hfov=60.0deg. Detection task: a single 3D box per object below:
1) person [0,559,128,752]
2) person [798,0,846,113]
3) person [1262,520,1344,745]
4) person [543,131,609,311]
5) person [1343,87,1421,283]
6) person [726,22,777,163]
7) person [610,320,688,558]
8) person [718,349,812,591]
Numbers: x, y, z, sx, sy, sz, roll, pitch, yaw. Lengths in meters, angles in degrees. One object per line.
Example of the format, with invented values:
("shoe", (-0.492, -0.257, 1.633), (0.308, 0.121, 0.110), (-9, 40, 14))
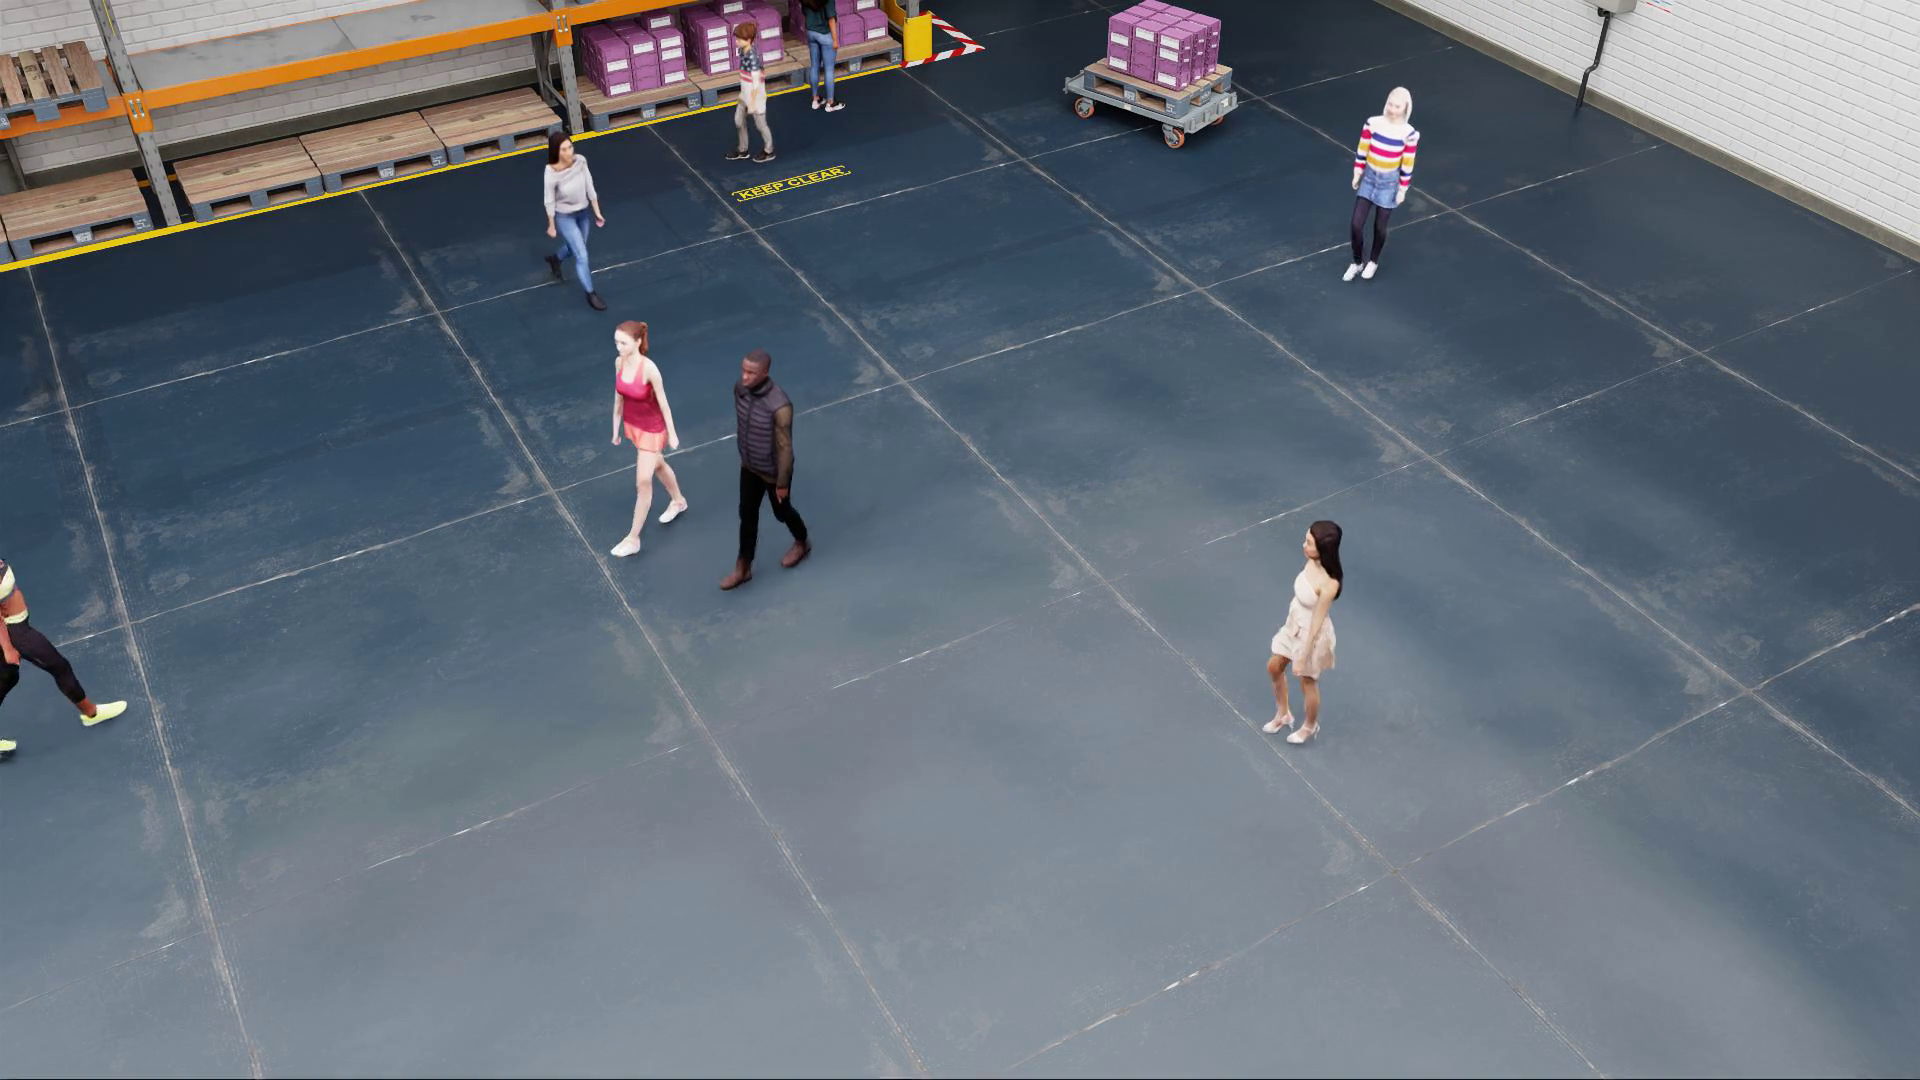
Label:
("person", (-5.740, 0.600, 9.881), (1.143, 1.717, 0.661), (-25, 45, -28))
("person", (-1.451, -5.274, 17.316), (0.696, 1.617, 0.722), (23, 44, 26))
("person", (2.160, 0.590, 9.889), (0.705, 1.724, 0.676), (-6, 39, -7))
("person", (-3.362, -2.755, 14.174), (0.937, 1.602, 1.057), (23, 44, 26))
("person", (3.693, -3.117, 14.474), (0.808, 1.794, 0.841), (20, 43, 23))
("person", (-1.982, -4.419, 16.399), (0.700, 1.426, 0.536), (-19, 42, -22))
("person", (-2.137, -0.799, 11.629), (0.857, 1.721, 1.132), (25, 45, 28))
("person", (-1.239, -0.518, 11.206), (0.912, 1.811, 1.105), (30, 47, 32))
